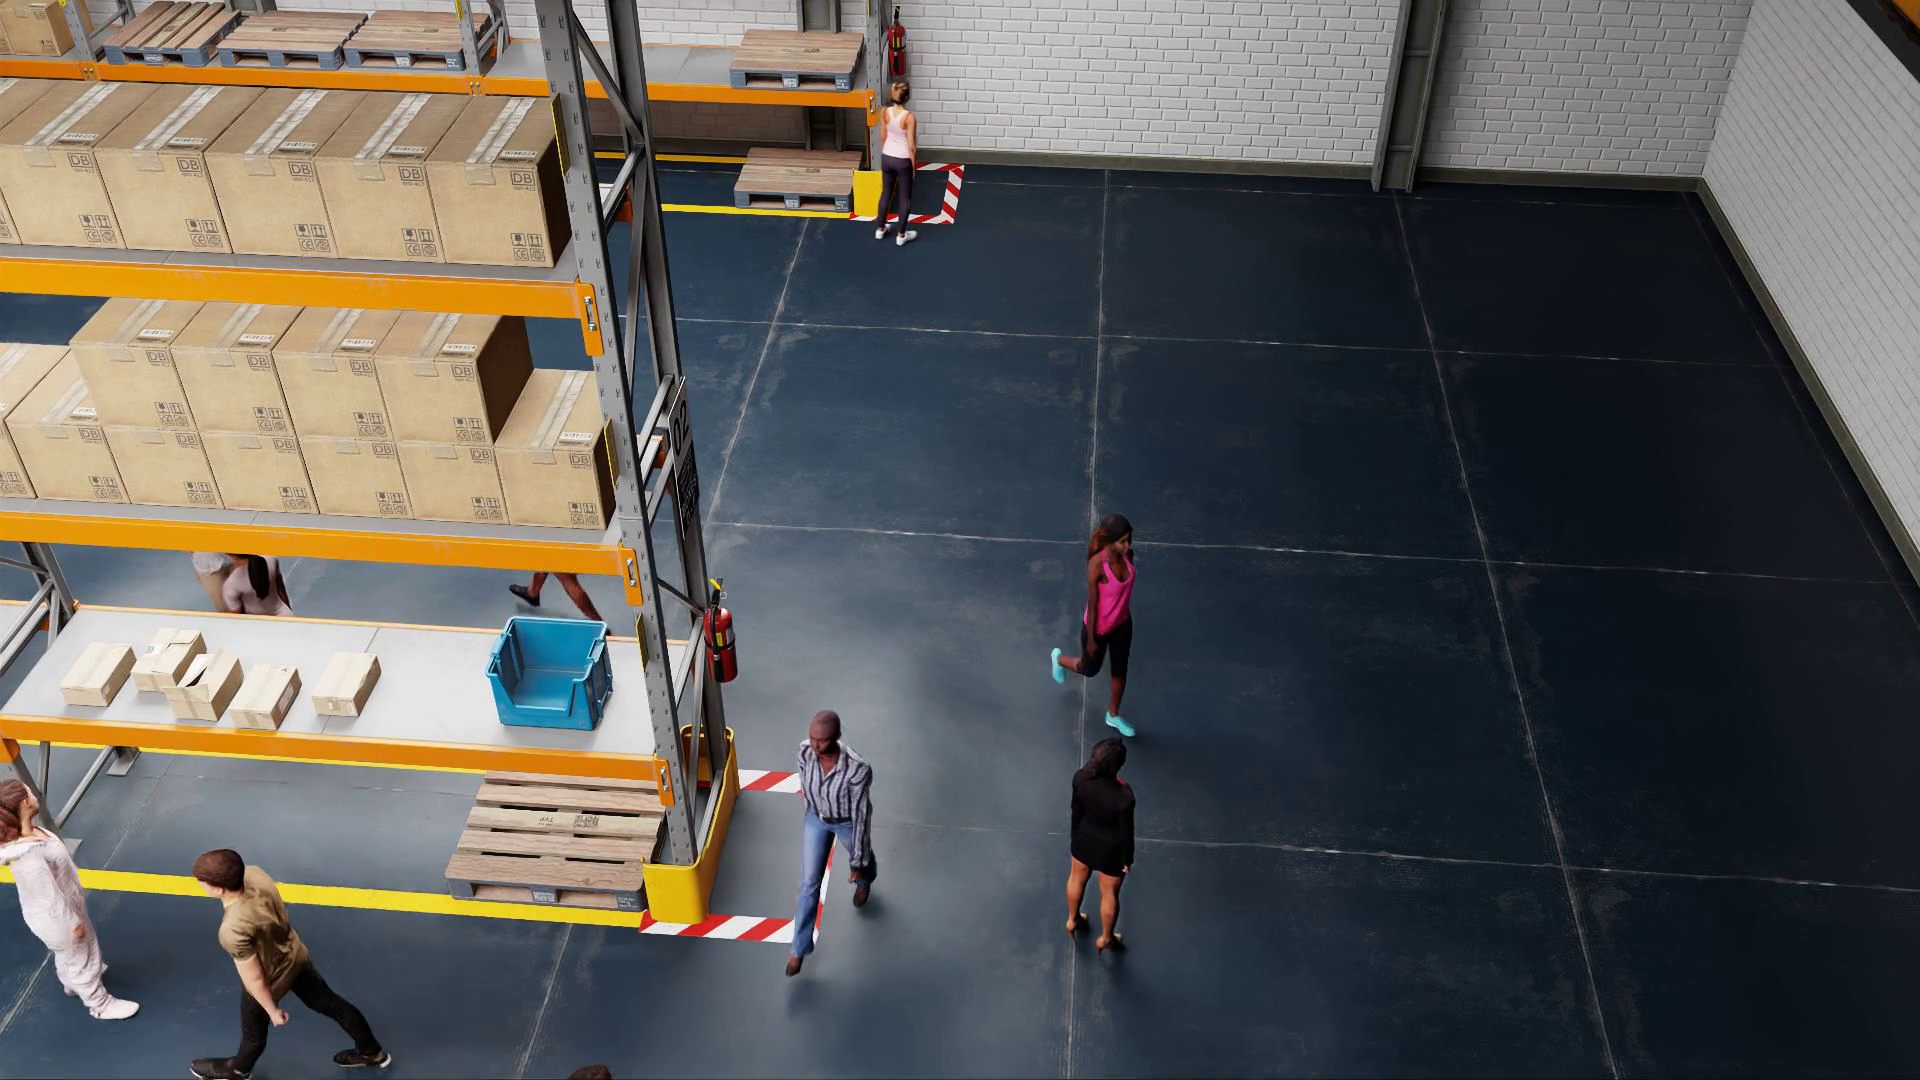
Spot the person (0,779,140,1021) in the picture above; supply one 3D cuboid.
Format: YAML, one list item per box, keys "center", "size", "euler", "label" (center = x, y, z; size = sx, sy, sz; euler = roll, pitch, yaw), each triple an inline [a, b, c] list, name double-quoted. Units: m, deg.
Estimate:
- center: [-4.890, 1.998, 8.990]
  size: [0.786, 1.668, 0.744]
  euler: [-13, 40, -16]
  label: "person"

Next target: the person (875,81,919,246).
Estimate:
- center: [-0.620, -3.649, 16.087]
  size: [0.633, 1.636, 0.736]
  euler: [20, 43, 23]
  label: "person"

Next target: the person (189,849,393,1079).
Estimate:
- center: [-3.438, 2.237, 8.591]
  size: [1.270, 1.792, 0.766]
  euler: [0, 39, 0]
  label: "person"

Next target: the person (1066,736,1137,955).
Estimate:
- center: [0.789, 1.725, 9.357]
  size: [0.662, 1.637, 0.729]
  euler: [22, 43, 25]
  label: "person"

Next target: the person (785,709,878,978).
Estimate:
- center: [-0.643, 1.576, 9.458]
  size: [1.197, 1.743, 0.943]
  euler: [14, 41, 17]
  label: "person"

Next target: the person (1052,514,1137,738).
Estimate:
- center: [0.893, 0.508, 10.828]
  size: [0.987, 1.703, 0.992]
  euler: [-24, 44, -27]
  label: "person"
